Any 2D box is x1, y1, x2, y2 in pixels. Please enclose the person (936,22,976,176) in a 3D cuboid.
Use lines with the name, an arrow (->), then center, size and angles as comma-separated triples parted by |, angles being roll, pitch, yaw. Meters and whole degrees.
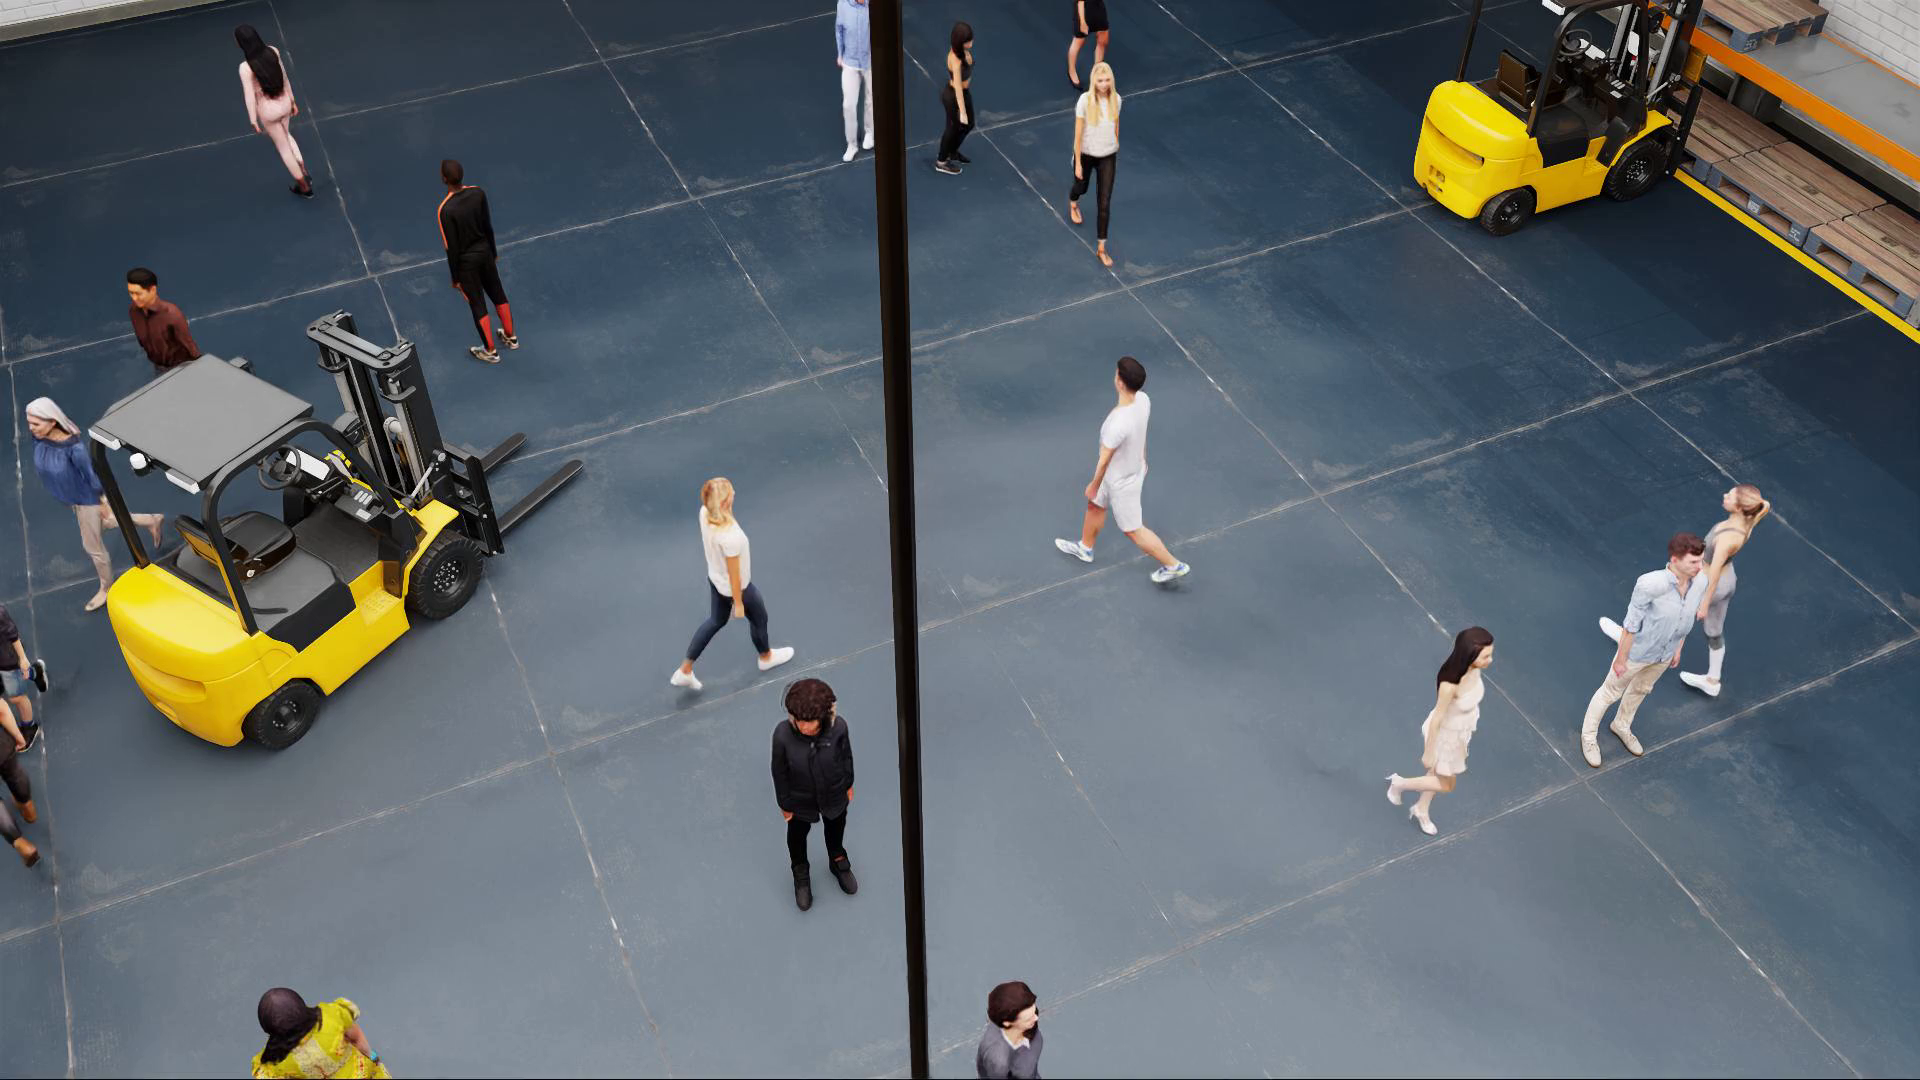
person -> -0.074, -4.109, 15.454 | 0.791, 1.602, 0.724 | 2, 44, 2

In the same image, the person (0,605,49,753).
person -> -6.079, 0.690, 10.542 | 0.806, 1.431, 0.915 | 9, 44, 9

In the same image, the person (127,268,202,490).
person -> -5.768, -1.313, 12.419 | 1.096, 1.741, 1.224 | 9, 44, 10

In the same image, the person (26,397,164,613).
person -> -5.953, -0.337, 11.453 | 1.089, 1.671, 1.053 | 21, 48, 21

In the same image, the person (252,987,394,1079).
person -> -3.067, 2.755, 8.227 | 0.856, 1.644, 0.937 | -34, 53, -30

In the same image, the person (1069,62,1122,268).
person -> 1.141, -3.375, 14.553 | 0.744, 1.782, 1.236 | -9, 44, -9

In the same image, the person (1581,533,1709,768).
person -> 4.250, 0.651, 10.280 | 0.683, 1.848, 0.607 | -11, 45, -11

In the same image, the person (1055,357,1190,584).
person -> 1.209, -0.389, 11.407 | 1.279, 1.799, 1.206 | 14, 45, 15

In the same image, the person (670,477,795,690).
person -> -1.561, 0.318, 10.679 | 0.787, 1.780, 1.079 | -25, 49, -24

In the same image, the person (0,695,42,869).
person -> -5.752, 1.240, 9.770 | 0.839, 1.700, 1.070 | -34, 53, -30

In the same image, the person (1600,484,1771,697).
person -> 4.910, 0.357, 10.723 | 1.169, 1.663, 0.859 | 34, 53, 30

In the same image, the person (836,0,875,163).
person -> -0.905, -4.588, 15.766 | 0.910, 1.867, 0.990 | 6, 44, 6

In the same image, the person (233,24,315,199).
person -> -6.160, -3.865, 15.123 | 0.788, 1.707, 0.748 | 20, 47, 20

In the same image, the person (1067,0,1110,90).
person -> 1.222, -5.303, 16.668 | 0.771, 1.657, 0.696 | 34, 53, 30

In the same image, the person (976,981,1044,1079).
person -> 0.150, 2.687, 8.224 | 1.100, 1.736, 1.024 | 16, 46, 16

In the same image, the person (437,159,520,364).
person -> -3.904, -2.250, 13.355 | 0.698, 1.807, 0.708 | 27, 50, 26

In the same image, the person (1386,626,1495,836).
person -> 2.819, 1.111, 9.883 | 0.802, 1.729, 0.725 | 32, 52, 29

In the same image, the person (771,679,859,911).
person -> -0.833, 1.419, 9.525 | 0.640, 1.778, 0.599 | -14, 45, -14
